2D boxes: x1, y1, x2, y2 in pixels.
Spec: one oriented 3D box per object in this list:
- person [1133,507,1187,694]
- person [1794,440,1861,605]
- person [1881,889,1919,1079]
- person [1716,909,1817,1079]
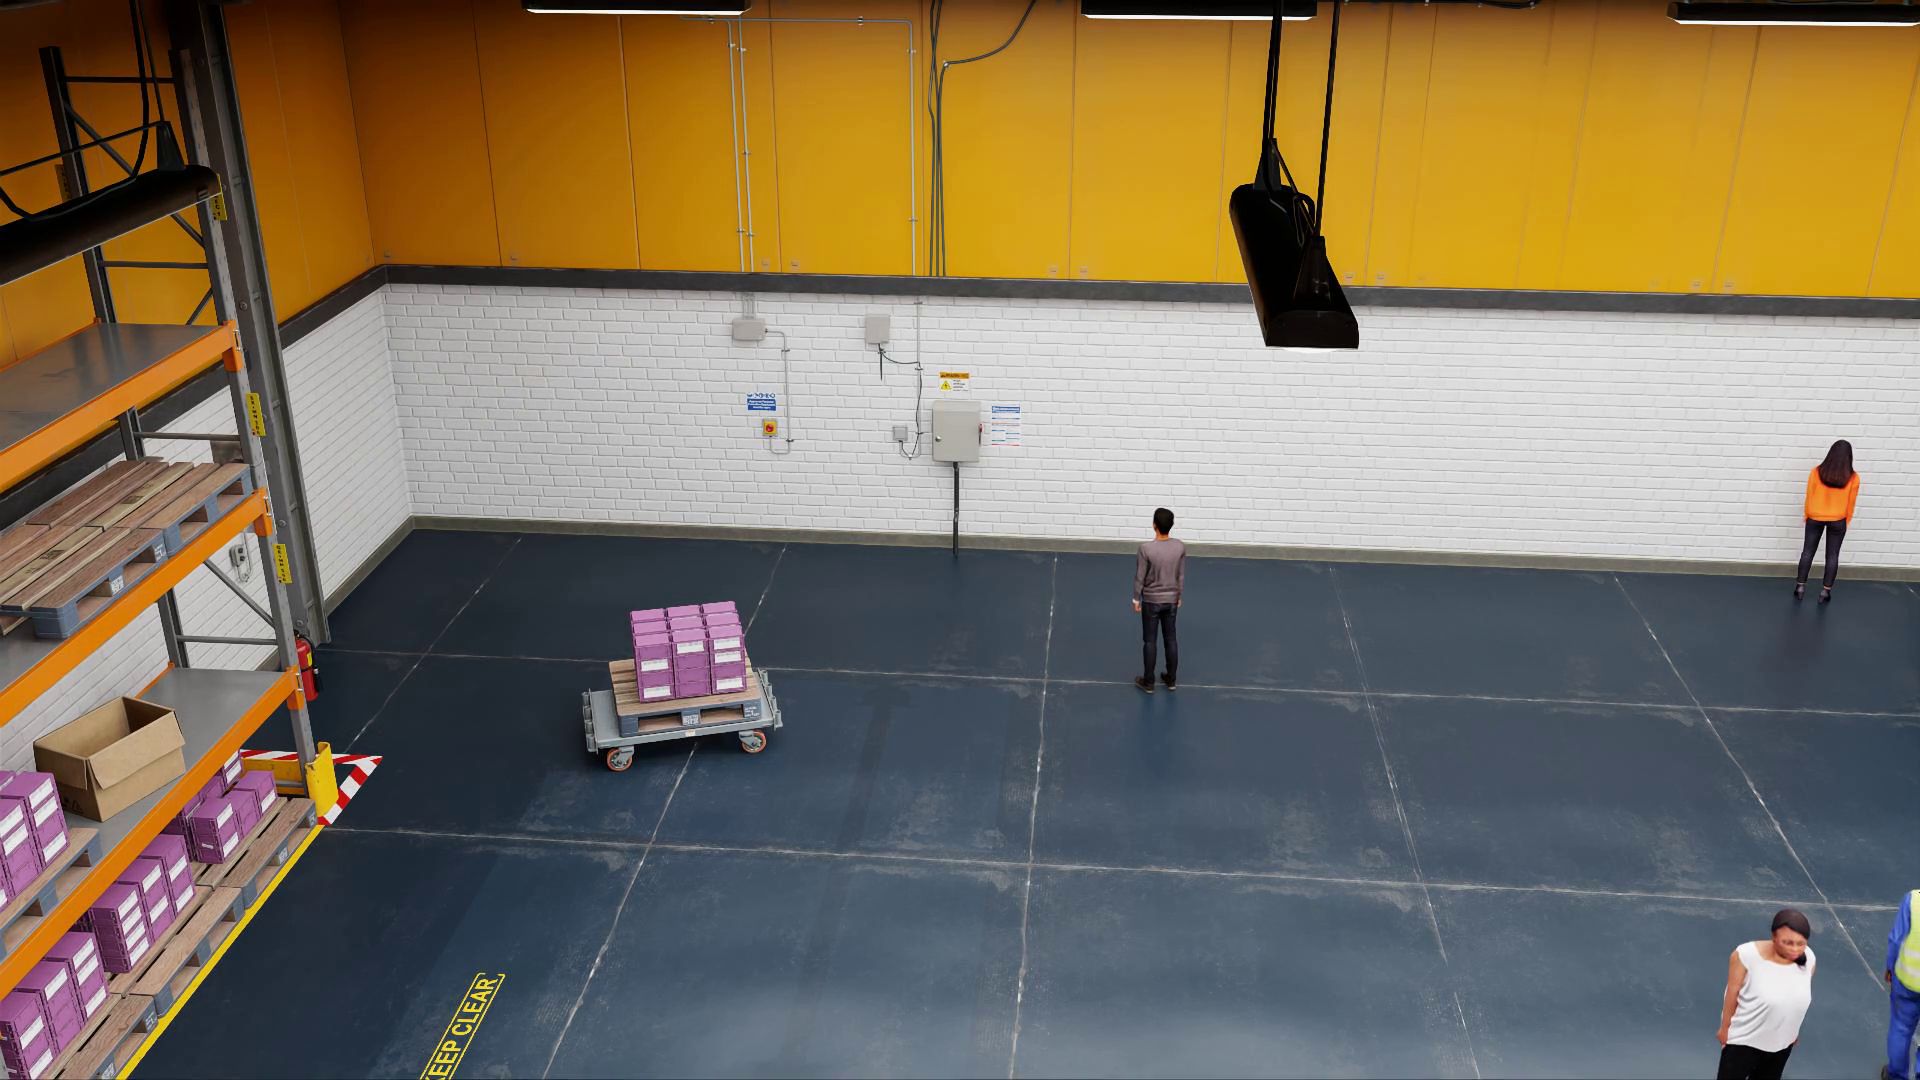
[{"bbox_3d":[1.823,0.549,15.142,0.705,1.765,0.660,-4,24,-9],"label":"person"},{"bbox_3d":[8.792,-0.196,16.868,0.704,1.748,0.703,14,27,29],"label":"person"},{"bbox_3d":[5.900,2.717,10.137,0.790,1.801,0.902,10,26,23],"label":"person"},{"bbox_3d":[4.766,2.902,9.857,0.679,1.687,0.640,-1,24,-3],"label":"person"}]
